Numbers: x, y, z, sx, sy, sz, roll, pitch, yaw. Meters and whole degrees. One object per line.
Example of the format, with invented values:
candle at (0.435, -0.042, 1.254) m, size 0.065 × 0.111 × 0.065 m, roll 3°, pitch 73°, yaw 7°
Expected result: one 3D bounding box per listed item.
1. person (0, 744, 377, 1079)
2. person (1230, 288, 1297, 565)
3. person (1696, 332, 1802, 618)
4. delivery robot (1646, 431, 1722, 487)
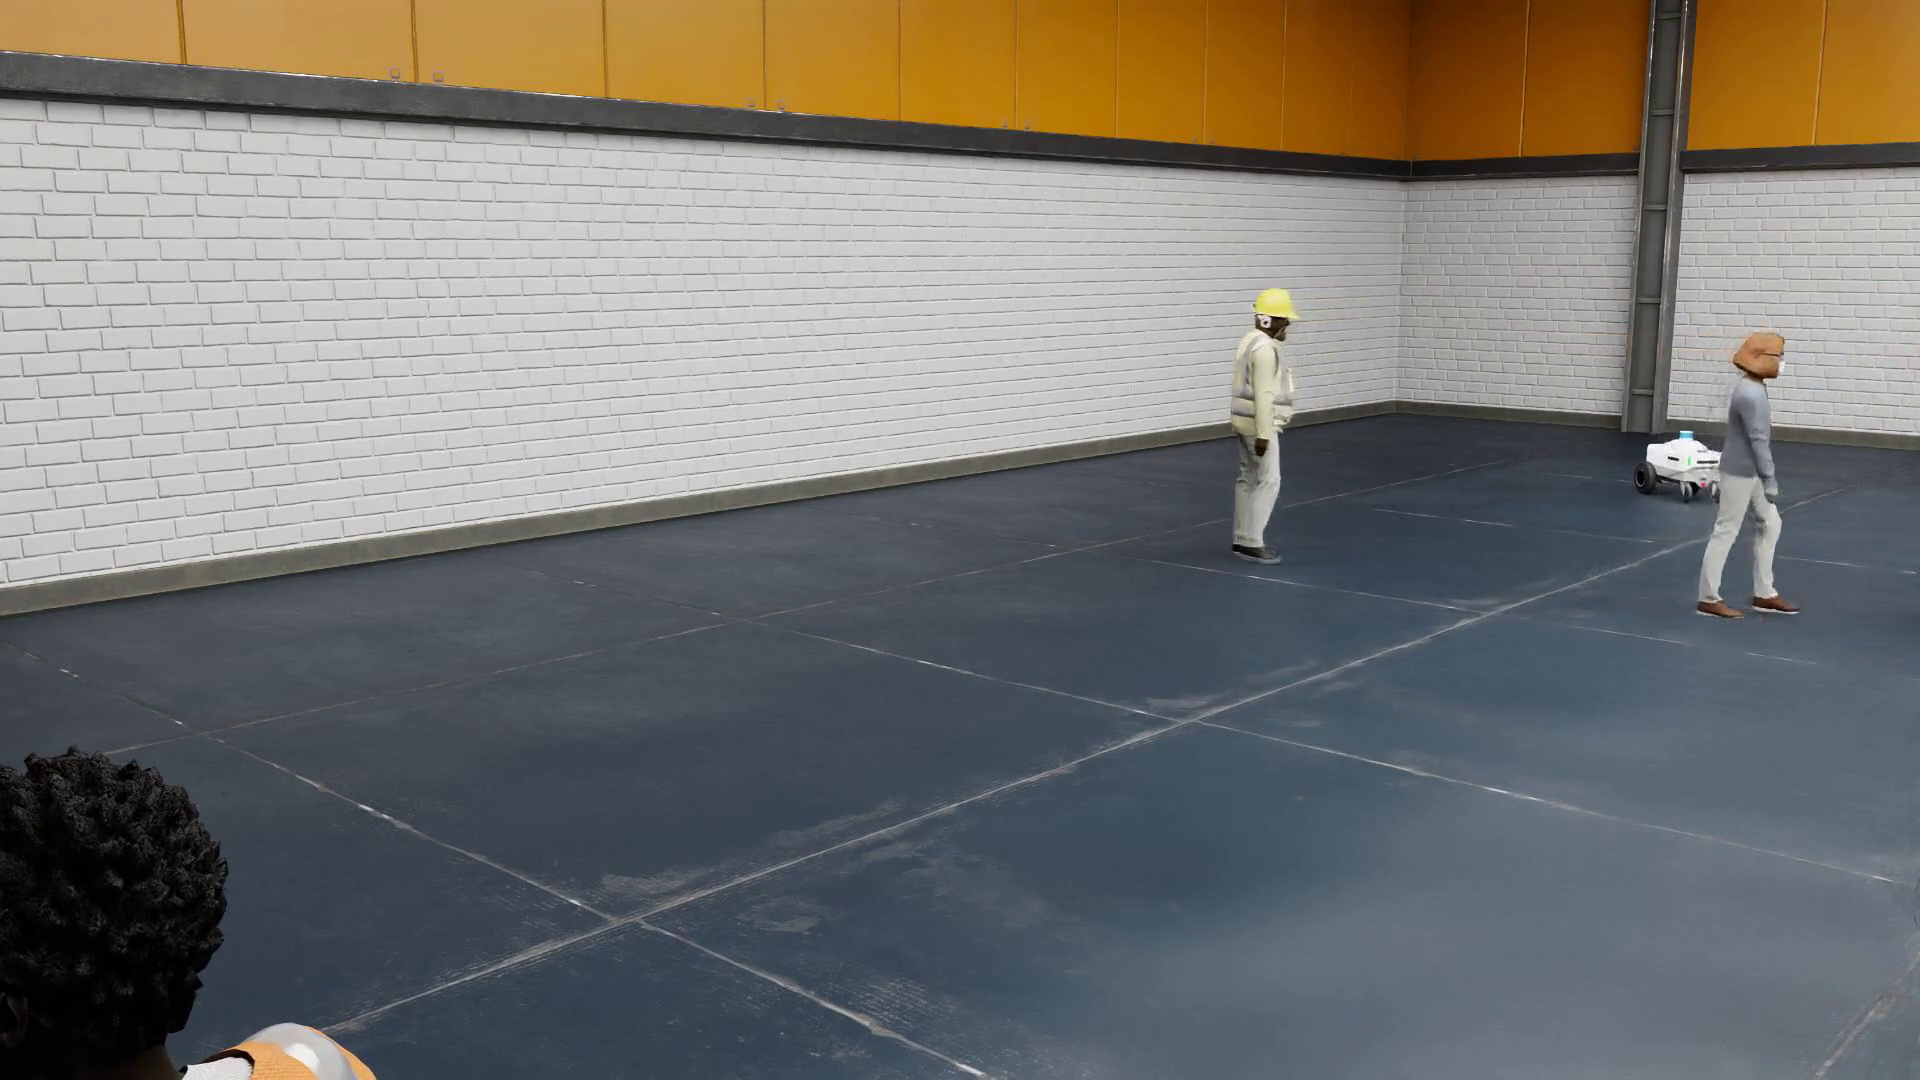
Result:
person at (-0.655, 0.998, 1.399) m, size 0.320 × 1.694 × 0.532 m, roll 3°, pitch 10°, yaw 17°
person at (2.000, -0.759, 11.048) m, size 0.406 × 1.816 × 0.672 m, roll 0°, pitch 10°, yaw 0°
person at (4.473, -0.343, 9.241) m, size 0.658 × 1.609 × 0.515 m, roll 5°, pitch 11°, yaw 25°
delivery robot at (6.017, -0.662, 13.810) m, size 0.477 × 0.478 × 0.707 m, roll -1°, pitch 10°, yaw -6°
